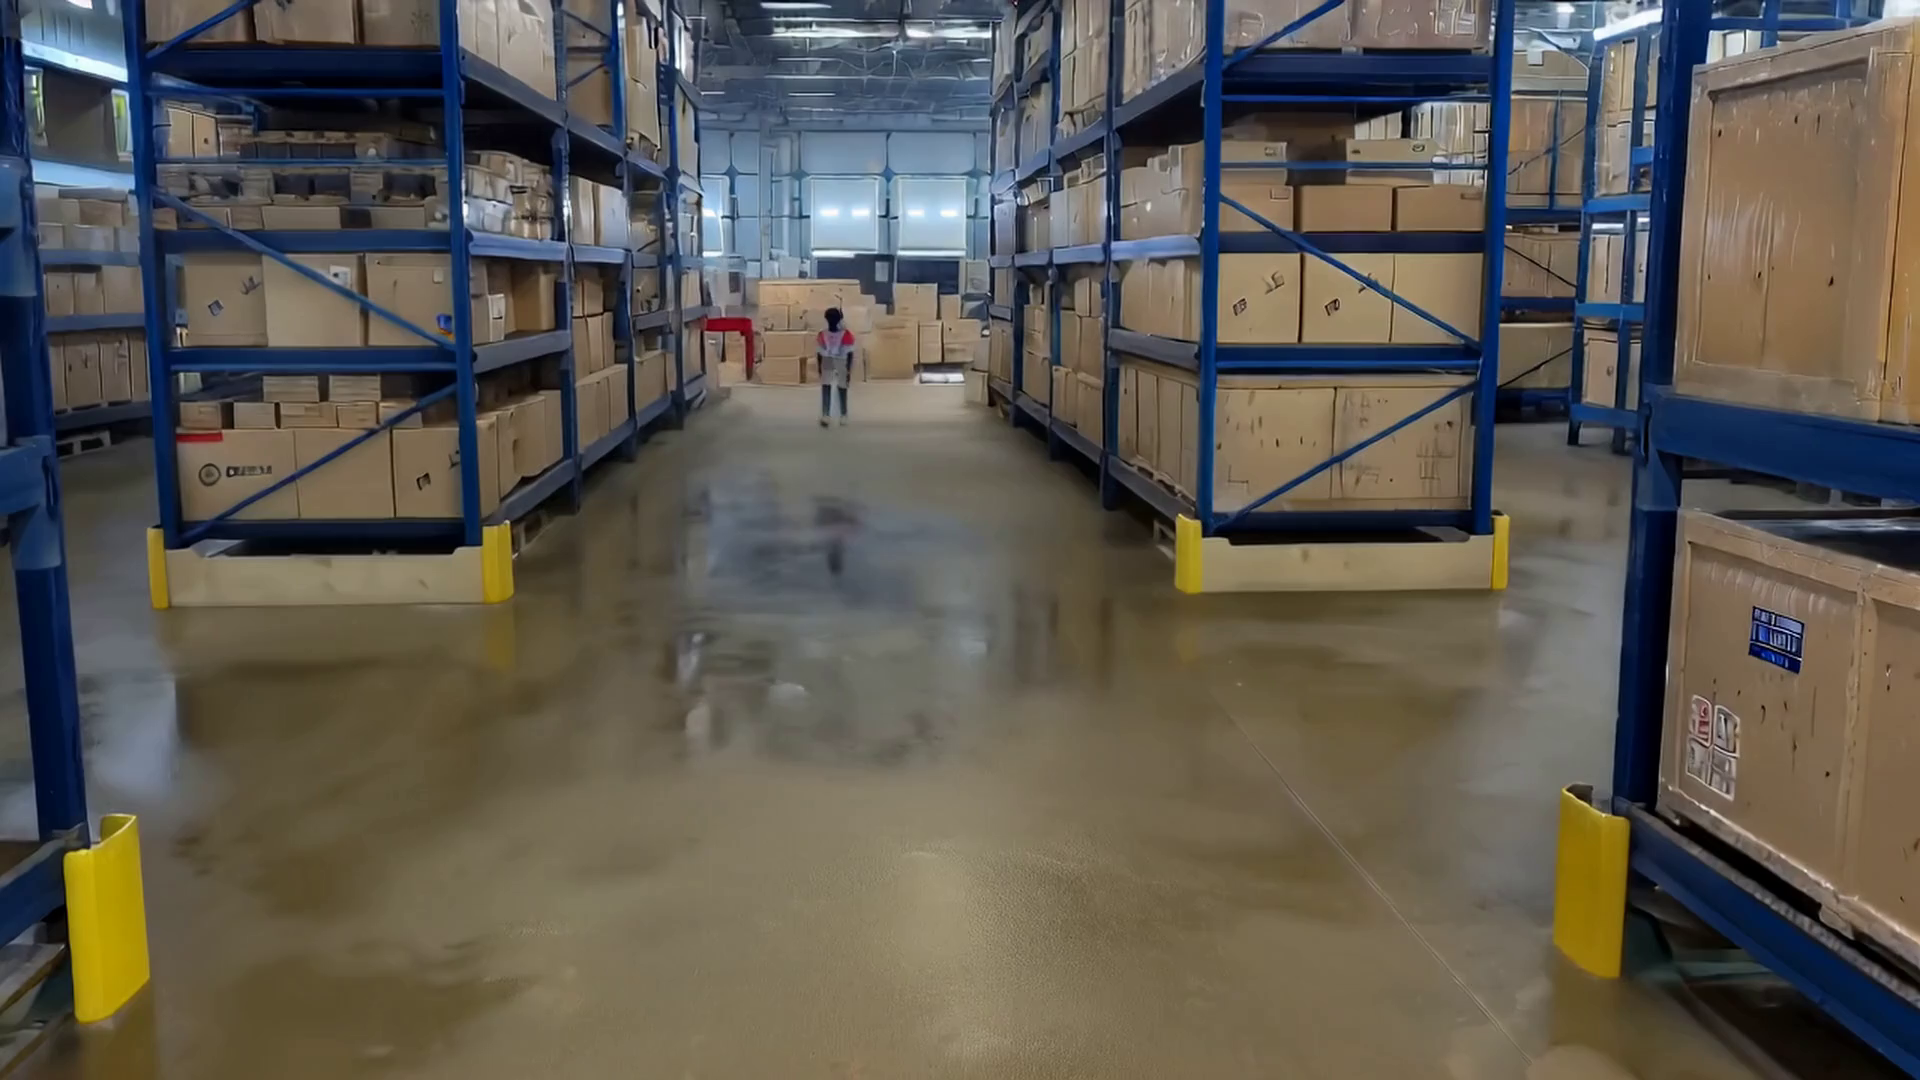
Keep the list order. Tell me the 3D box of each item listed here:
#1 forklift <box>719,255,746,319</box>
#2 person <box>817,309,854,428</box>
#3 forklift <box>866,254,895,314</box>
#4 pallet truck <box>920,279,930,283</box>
[{"bbox_3d":[-7.876,-8.525,57.858,1.129,2.768,1.873,-9,12,-43],"label":"forklift"},{"bbox_3d":[-1.737,-2.387,23.155,0.533,1.644,0.875,1,9,4],"label":"person"},{"bbox_3d":[-2.661,-8.222,55.954,1.129,2.768,1.873,-5,10,-30],"label":"forklift"},{"bbox_3d":[-0.932,-8.922,63.114,1.885,1.965,0.823,2,9,13],"label":"pallet truck"}]
